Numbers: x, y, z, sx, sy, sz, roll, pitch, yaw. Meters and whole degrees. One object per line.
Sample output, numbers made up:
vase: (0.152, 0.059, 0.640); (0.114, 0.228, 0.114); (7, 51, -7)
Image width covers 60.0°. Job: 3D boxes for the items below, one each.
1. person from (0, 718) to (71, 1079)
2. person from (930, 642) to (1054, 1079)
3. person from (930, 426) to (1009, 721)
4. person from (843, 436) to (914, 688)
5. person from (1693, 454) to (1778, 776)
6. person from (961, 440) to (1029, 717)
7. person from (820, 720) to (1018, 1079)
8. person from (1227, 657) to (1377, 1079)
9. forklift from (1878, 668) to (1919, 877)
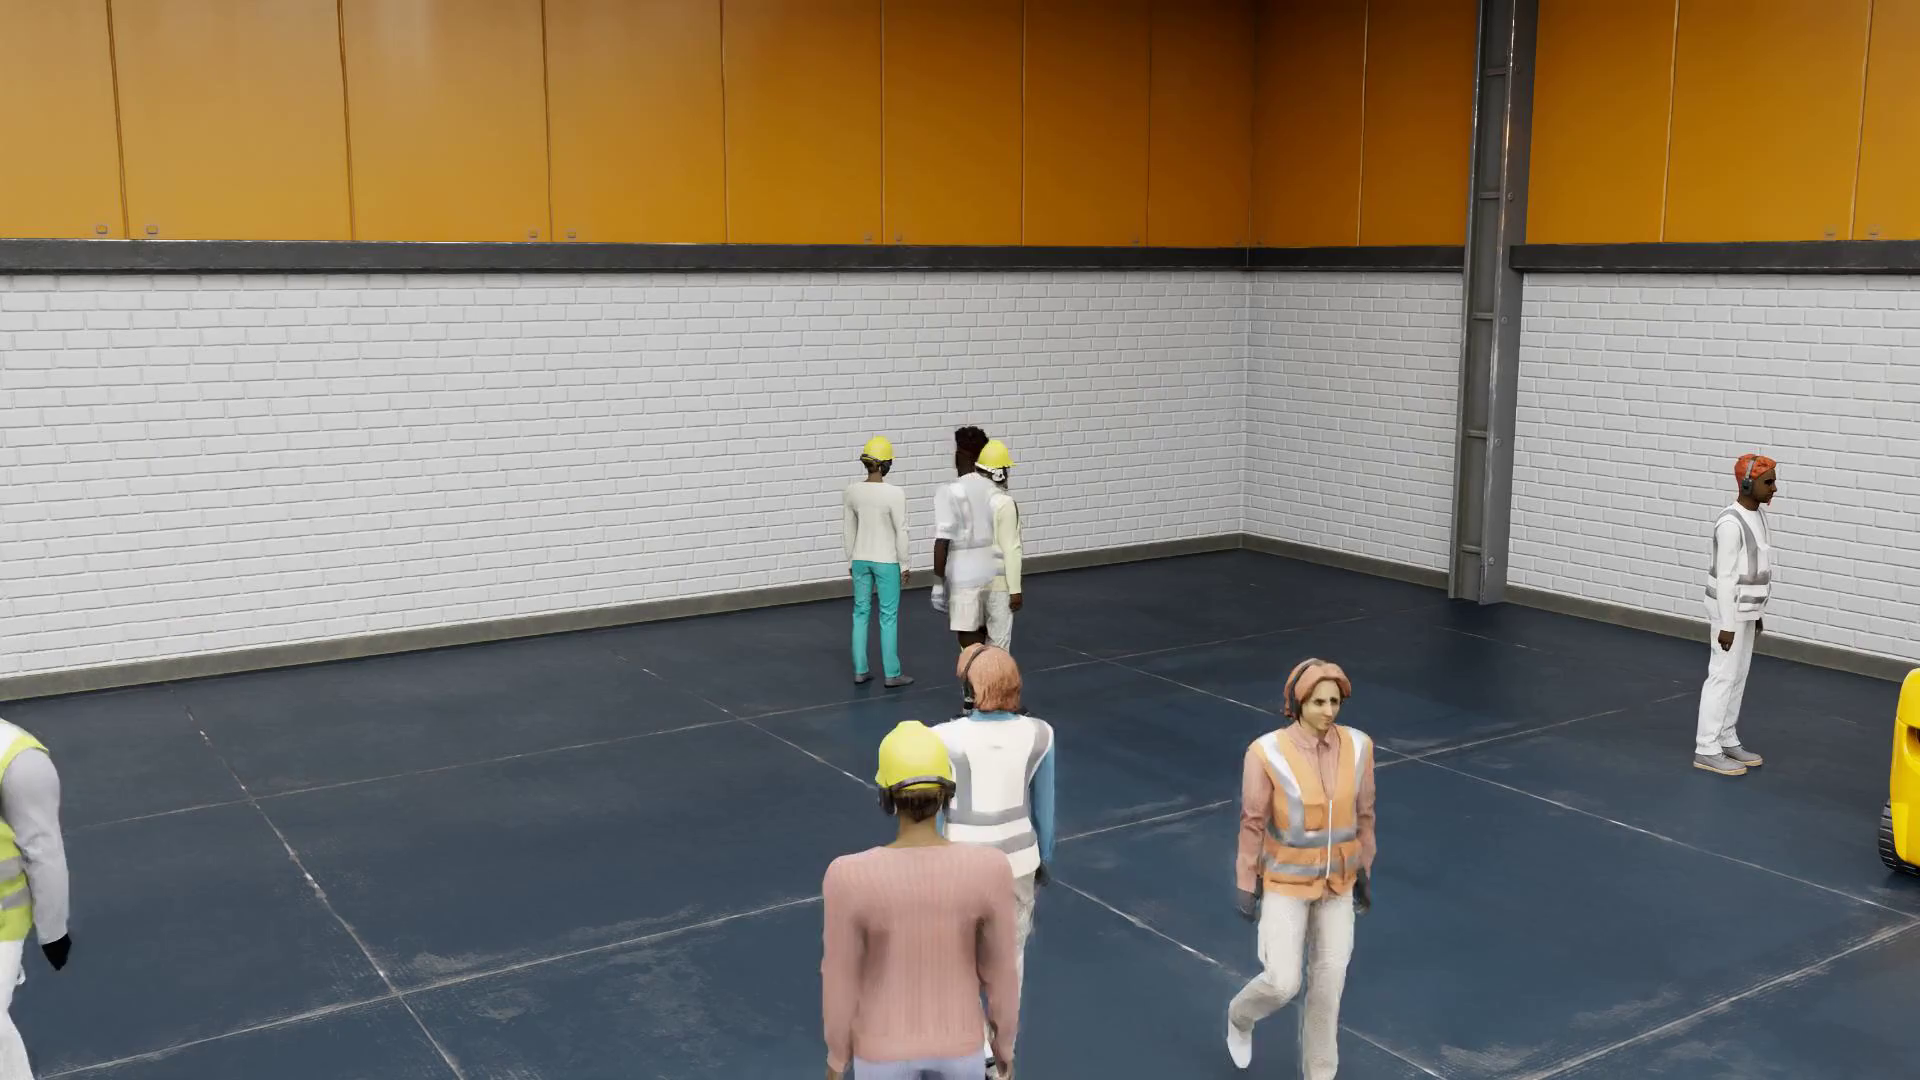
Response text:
person: (-3.163, 1.225, 5.135); (0.636, 1.808, 0.821); (2, 10, 15)
person: (0.091, 1.171, 5.975); (0.541, 1.624, 0.372); (-3, 10, -19)
person: (0.095, 0.240, 10.695); (0.463, 1.929, 0.662); (8, 12, 40)
person: (-0.576, 0.156, 11.690); (0.523, 1.769, 0.320); (5, 11, 30)
person: (4.543, 0.432, 9.720); (0.352, 1.879, 0.568); (8, 12, 39)
person: (0.206, 0.262, 10.848); (0.404, 1.835, 0.587); (-8, 12, -39)
person: (-0.096, 1.366, 4.439); (0.532, 1.756, 0.520); (-2, 10, -12)
person: (1.199, 1.199, 5.844); (0.520, 1.627, 0.459); (-4, 10, -21)
forklift: (5.511, 0.571, 7.906); (2.313, 2.155, 1.214); (-6, 11, -33)
